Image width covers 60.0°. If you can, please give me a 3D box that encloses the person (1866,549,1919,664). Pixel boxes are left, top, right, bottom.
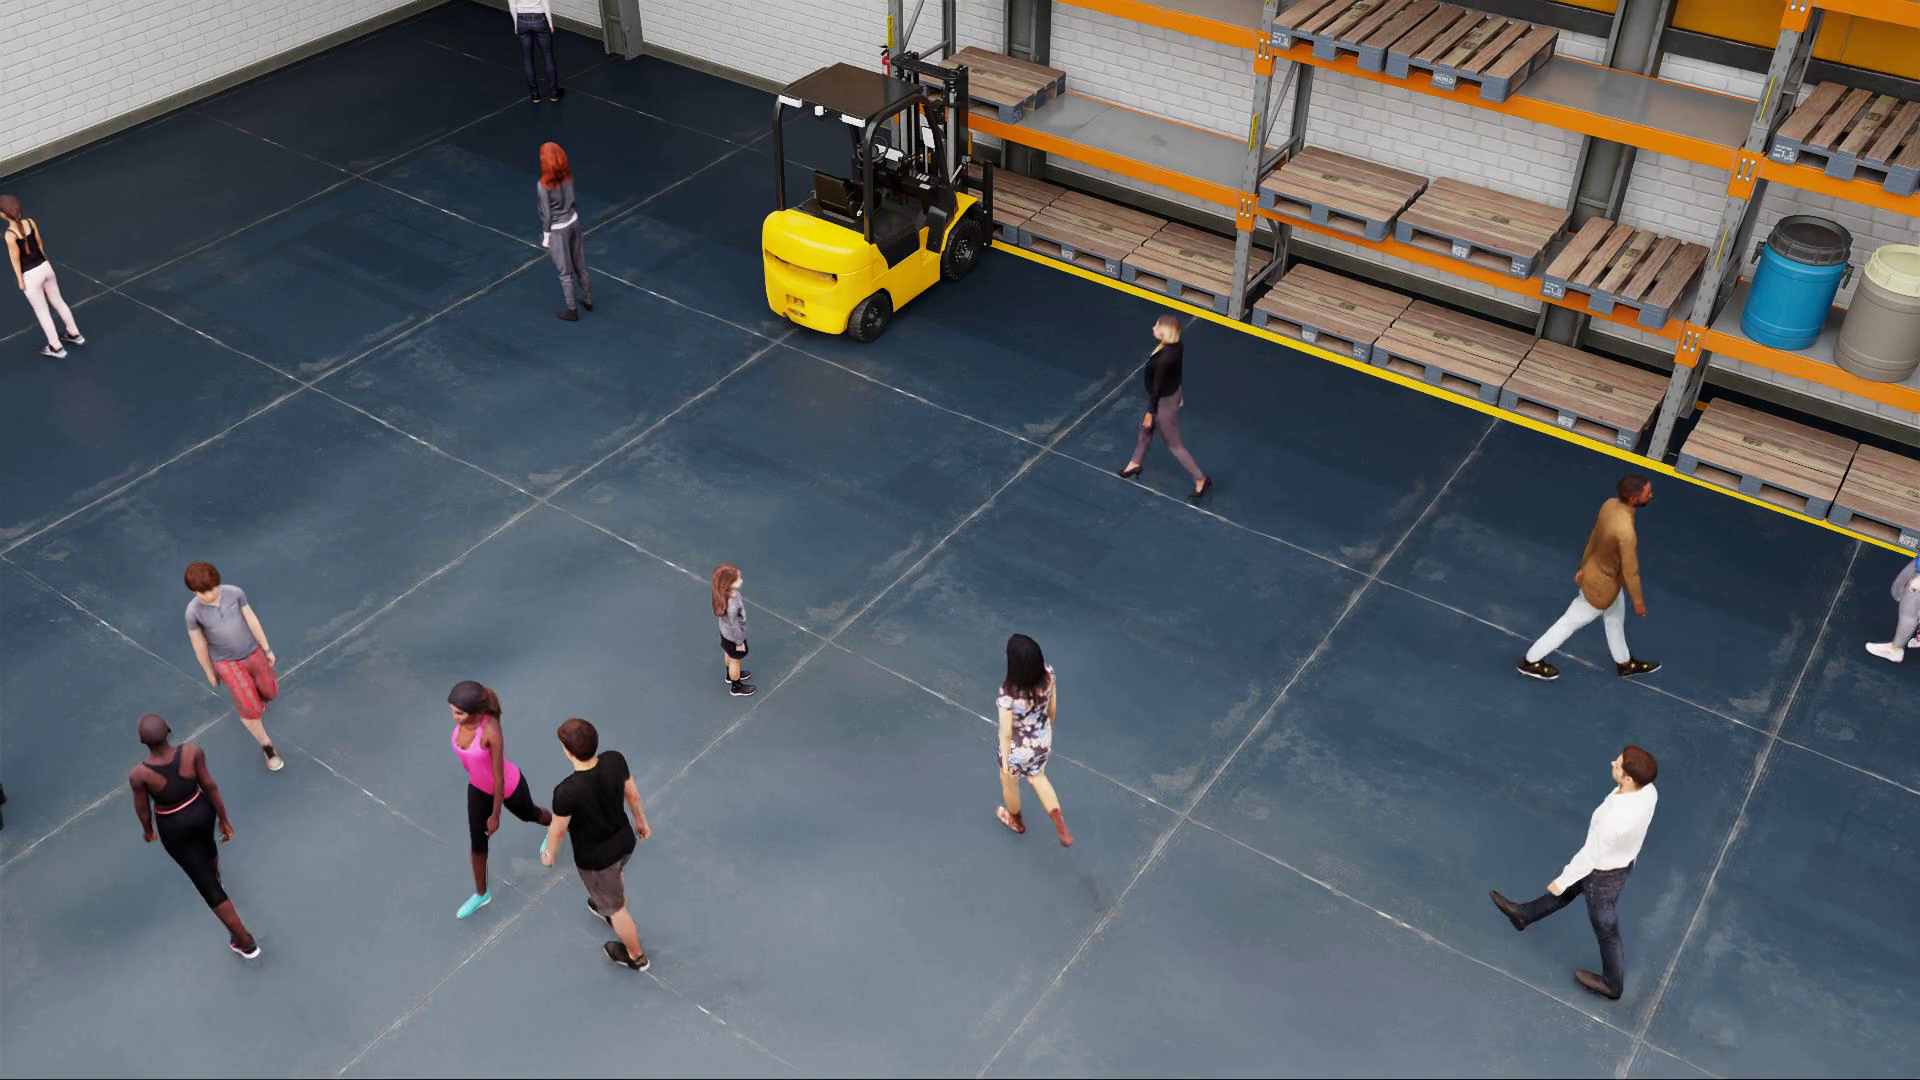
[{"bbox_3d":[6.875,0.247,11.673,0.675,1.600,0.583,20,43,24],"label":"person"}]

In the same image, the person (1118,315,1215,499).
[{"bbox_3d":[1.723,-1.017,13.234,1.118,1.627,0.779,13,40,15],"label":"person"}]

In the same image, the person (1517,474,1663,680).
[{"bbox_3d":[4.318,0.323,11.447,1.289,1.763,0.985,6,39,7],"label":"person"}]

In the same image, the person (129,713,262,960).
[{"bbox_3d":[-4.463,1.747,9.705,1.224,1.711,0.693,30,48,32],"label":"person"}]

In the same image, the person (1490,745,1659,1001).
[{"bbox_3d":[3.721,1.930,9.378,1.163,1.833,0.760,28,47,31],"label":"person"}]

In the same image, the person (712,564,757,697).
[{"bbox_3d":[-1.590,0.606,11.618,0.597,1.107,0.520,-11,40,-13],"label":"person"}]

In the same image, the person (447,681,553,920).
[{"bbox_3d":[-2.733,1.456,10.093,1.074,1.682,0.679,21,43,24],"label":"person"}]

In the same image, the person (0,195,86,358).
[{"bbox_3d":[-8.343,-2.402,15.019,0.588,1.563,0.583,12,40,14],"label":"person"}]

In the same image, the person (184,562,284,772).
[{"bbox_3d":[-4.808,0.747,11.020,0.745,1.633,1.008,-28,46,-30],"label":"person"}]

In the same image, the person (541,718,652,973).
[{"bbox_3d":[-1.974,1.806,9.532,0.845,1.837,0.713,20,43,23],"label":"person"}]

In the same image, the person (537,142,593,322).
[{"bbox_3d":[-3.681,-2.868,15.430,0.488,1.779,0.578,23,44,26],"label":"person"}]

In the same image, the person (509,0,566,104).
[{"bbox_3d":[-4.958,-5.999,19.280,0.711,1.868,0.785,-3,39,-3],"label":"person"}]

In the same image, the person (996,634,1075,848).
[{"bbox_3d":[0.450,1.317,10.241,0.790,1.715,0.985,-23,44,-26],"label":"person"}]
